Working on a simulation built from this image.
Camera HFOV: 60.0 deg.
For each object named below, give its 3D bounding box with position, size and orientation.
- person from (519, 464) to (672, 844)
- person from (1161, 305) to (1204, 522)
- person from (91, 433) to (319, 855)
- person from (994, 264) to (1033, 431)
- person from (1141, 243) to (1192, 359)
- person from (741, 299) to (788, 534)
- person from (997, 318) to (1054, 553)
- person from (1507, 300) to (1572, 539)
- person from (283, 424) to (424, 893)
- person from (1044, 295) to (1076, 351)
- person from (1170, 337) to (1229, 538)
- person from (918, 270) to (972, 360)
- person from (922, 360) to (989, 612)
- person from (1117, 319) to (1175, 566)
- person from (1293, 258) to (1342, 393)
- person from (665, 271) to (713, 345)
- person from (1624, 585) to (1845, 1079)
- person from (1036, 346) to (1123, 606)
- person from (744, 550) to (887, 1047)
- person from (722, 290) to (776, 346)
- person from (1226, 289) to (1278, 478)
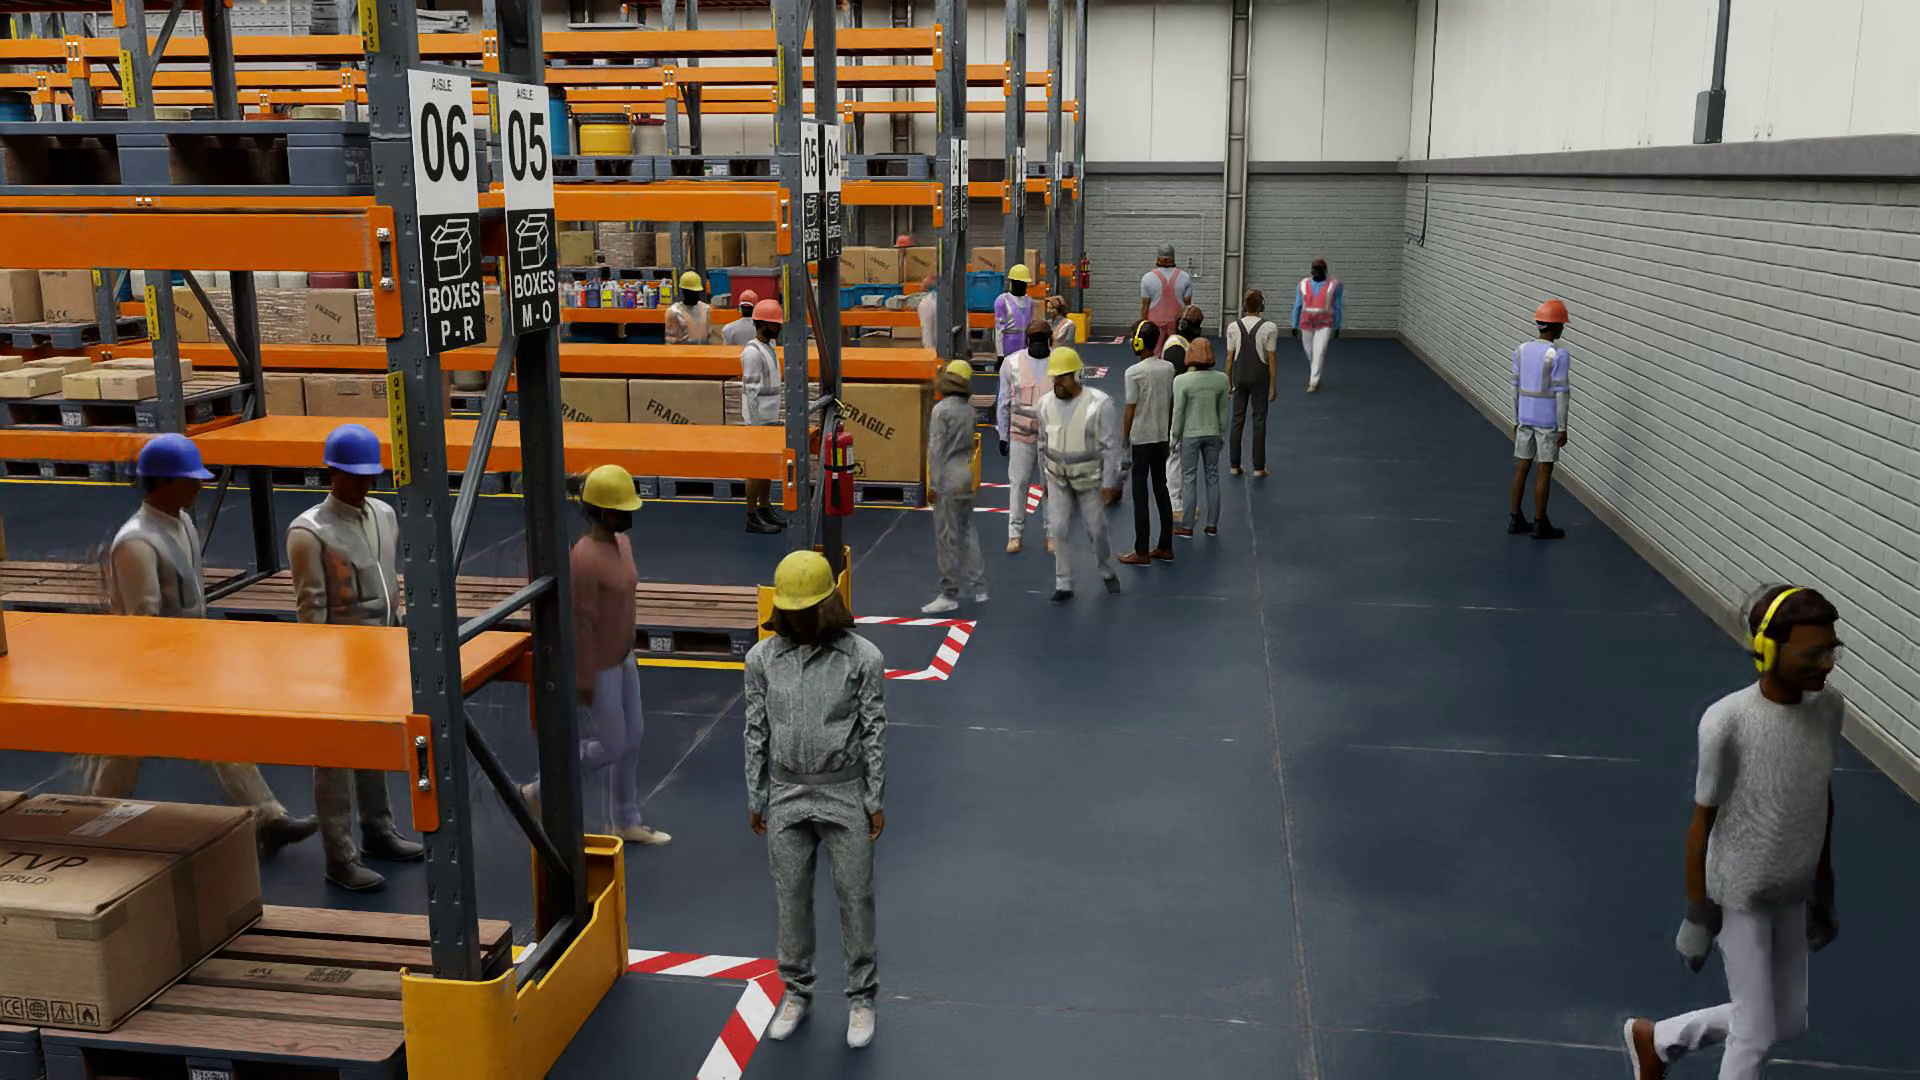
[{"bbox_3d":[-1.596,0.520,7.207,0.546,1.741,0.536,2,13,8],"label":"person"},{"bbox_3d":[1.915,-1.079,14.214,0.430,1.838,0.619,3,13,13],"label":"person"},{"bbox_3d":[-3.273,0.496,6.978,1.009,1.886,0.624,-1,13,-4],"label":"person"},{"bbox_3d":[0.646,-2.186,19.029,0.589,1.918,0.393,-11,17,-42],"label":"person"},{"bbox_3d":[2.681,-2.876,21.857,0.674,2.000,0.535,-1,13,-4],"label":"person"},{"bbox_3d":[-1.592,-1.015,13.717,0.387,1.929,0.543,3,13,12],"label":"person"},{"bbox_3d":[0.606,-0.807,12.974,0.633,1.839,0.429,0,12,0],"label":"person"},{"bbox_3d":[4.740,-0.980,13.530,0.365,1.935,0.552,-7,14,-27],"label":"person"},{"bbox_3d":[-2.511,0.476,6.946,0.402,1.943,0.605,4,13,17],"label":"person"},{"bbox_3d":[1.072,-1.850,18.166,0.315,1.631,0.525,-10,16,-37],"label":"person"},{"bbox_3d":[1.943,-0.829,13.544,0.500,1.633,0.279,-4,13,-18],"label":"person"},{"bbox_3d":[-0.167,-2.153,19.002,0.746,1.867,0.417,-11,17,-41],"label":"person"},{"bbox_3d":[-0.042,-0.366,11.322,0.353,1.697,0.610,7,14,28],"label":"person"},{"bbox_3d":[1.418,-0.733,12.603,0.509,1.862,0.326,-10,16,-37],"label":"person"},{"bbox_3d":[4.867,-2.938,22.677,0.635,1.808,0.905,6,14,26],"label":"person"},{"bbox_3d":[-2.864,-1.906,17.776,0.403,1.917,0.583,10,16,39],"label":"person"},{"bbox_3d":[2.258,1.003,4.775,0.531,1.855,0.668,-6,14,-25],"label":"person"},{"bbox_3d":[0.825,-0.451,11.471,0.610,1.802,0.668,6,14,27],"label":"person"},{"bbox_3d":[-0.492,0.874,5.632,0.490,1.733,0.317,2,13,7],"label":"person"},{"bbox_3d":[-2.169,-1.711,17.249,0.562,1.752,0.324,-1,13,-4],"label":"person"},{"bbox_3d":[2.837,-1.520,16.201,0.503,1.839,0.348,6,14,26],"label":"person"}]
